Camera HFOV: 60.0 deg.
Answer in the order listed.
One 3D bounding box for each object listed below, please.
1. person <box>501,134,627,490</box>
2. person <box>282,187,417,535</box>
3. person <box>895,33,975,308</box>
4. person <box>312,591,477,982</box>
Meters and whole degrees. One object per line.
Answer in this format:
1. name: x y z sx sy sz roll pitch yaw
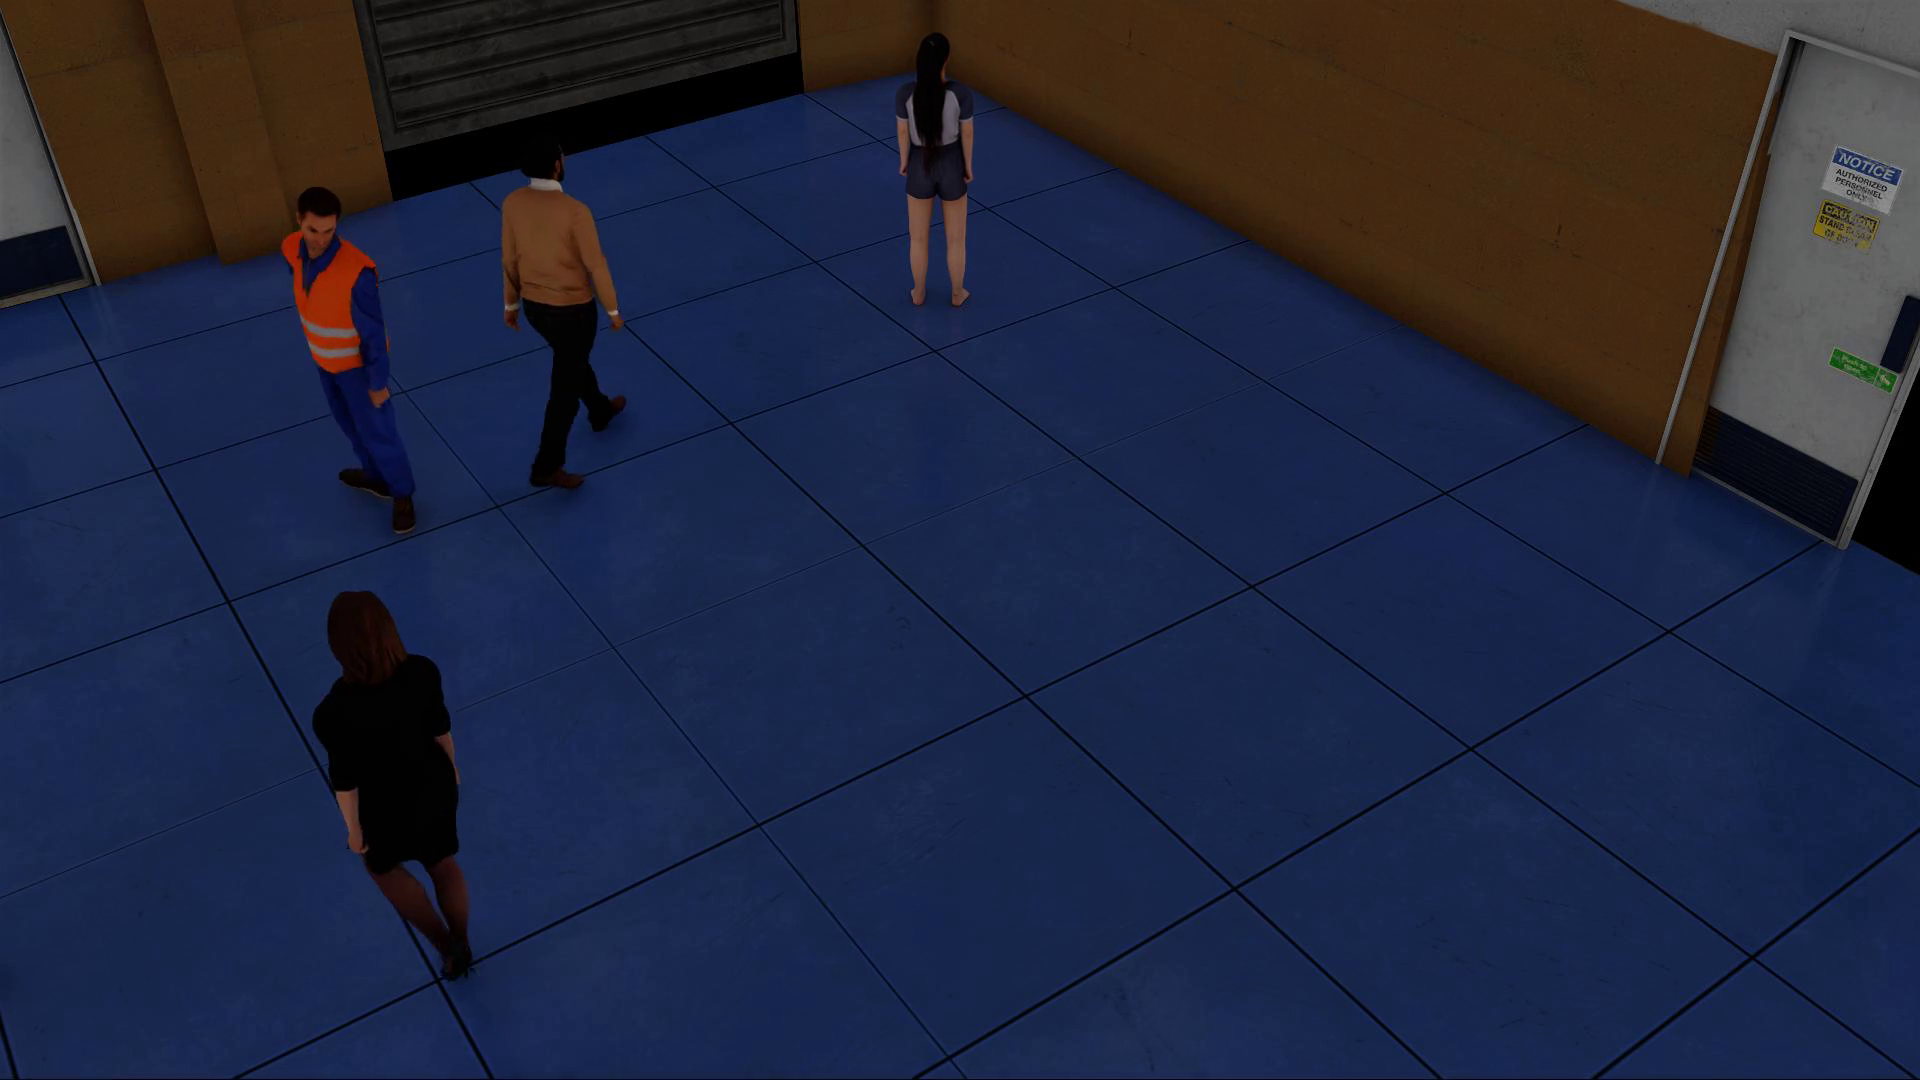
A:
1. person: -2.002 -1.069 8.148 1.107 1.709 1.311 17 40 21
2. person: -2.854 -0.868 7.775 0.952 1.836 0.821 30 46 33
3. person: -0.133 -2.109 9.582 0.651 1.650 0.733 2 37 3
4. person: -1.787 0.914 5.503 0.719 1.695 0.644 30 46 33
